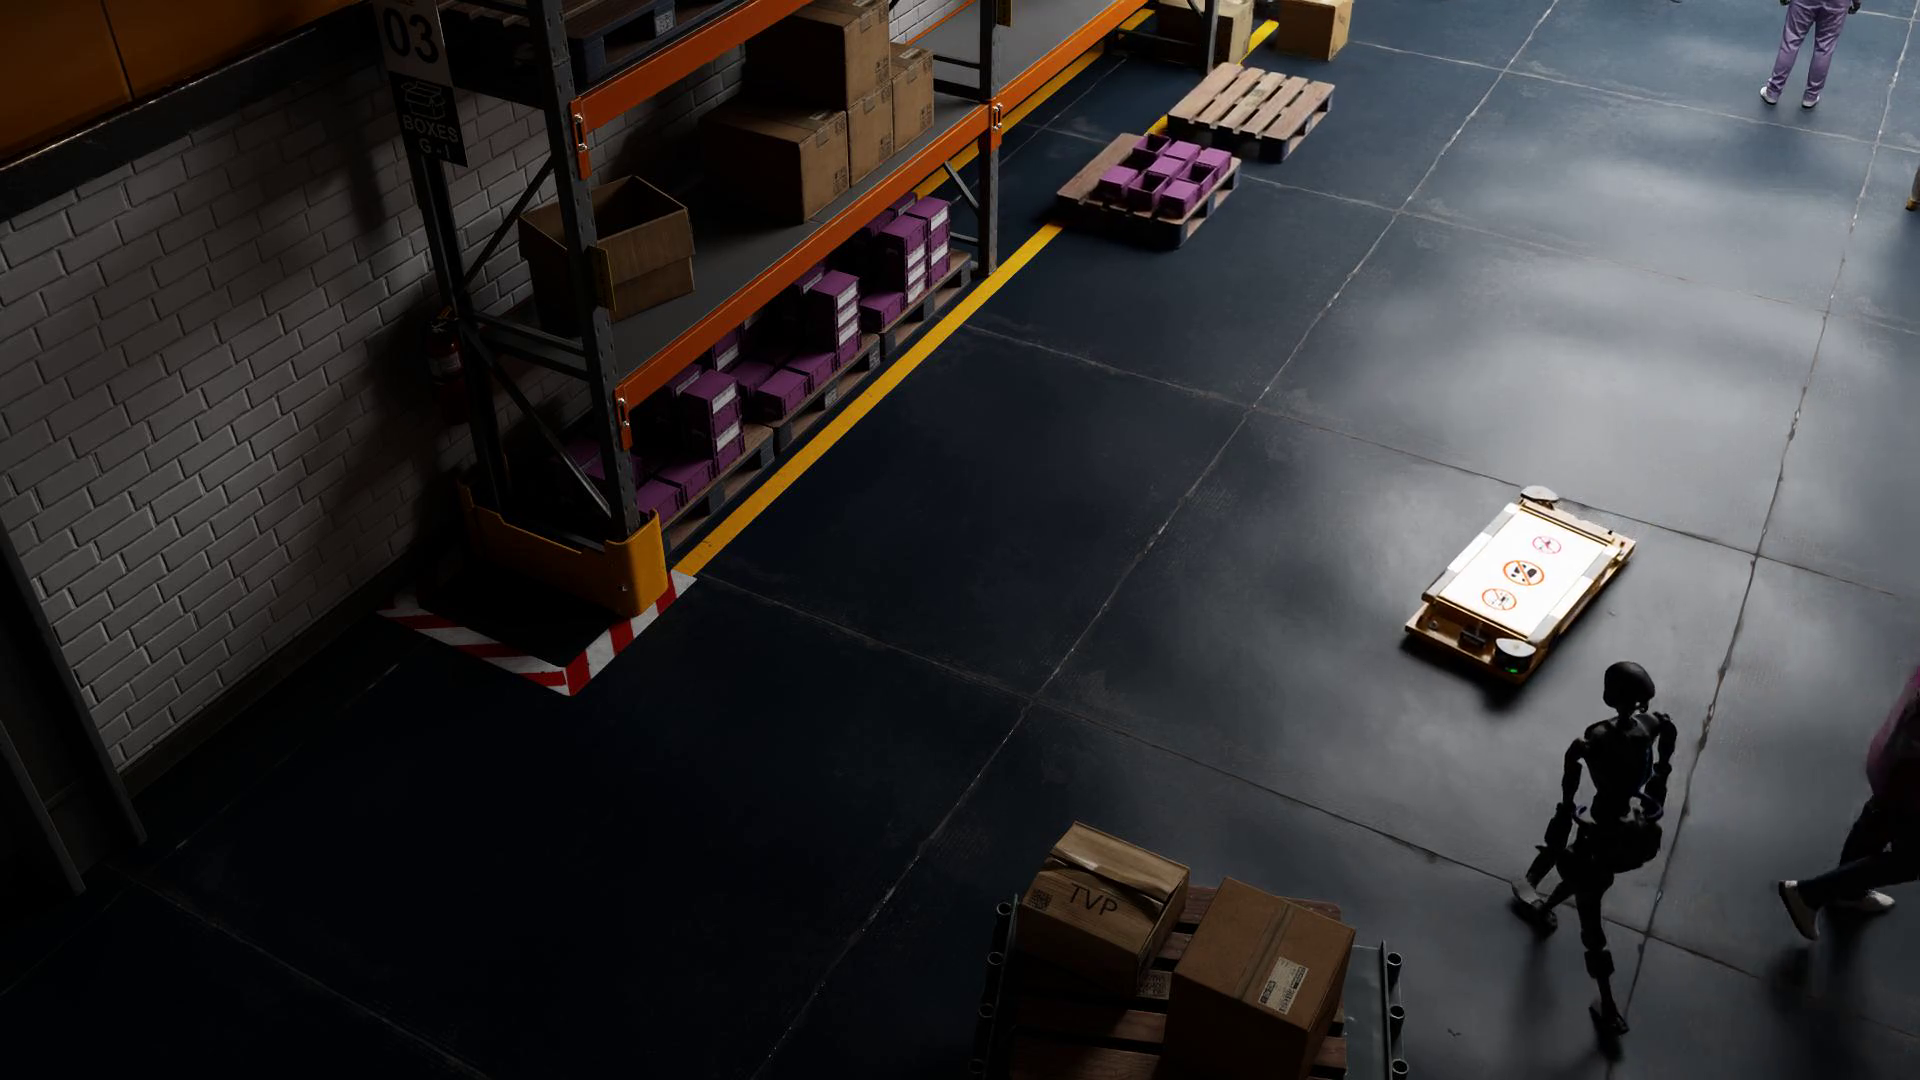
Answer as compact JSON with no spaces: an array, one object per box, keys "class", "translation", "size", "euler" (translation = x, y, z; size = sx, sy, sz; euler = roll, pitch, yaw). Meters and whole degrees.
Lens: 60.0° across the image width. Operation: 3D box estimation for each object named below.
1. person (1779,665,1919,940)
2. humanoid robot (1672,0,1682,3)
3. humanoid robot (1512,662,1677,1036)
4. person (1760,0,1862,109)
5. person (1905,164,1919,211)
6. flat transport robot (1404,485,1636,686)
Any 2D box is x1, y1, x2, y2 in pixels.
[{"class":"person","translation":[3.860,0.959,6.772],"size":[0.498,1.833,0.493],"euler":[14,41,17]},{"class":"humanoid robot","translation":[6.738,-5.914,15.500],"size":[0.600,1.643,0.623],"euler":[-4,39,-4]},{"class":"humanoid robot","translation":[2.598,1.199,6.649],"size":[0.613,1.618,0.814],"euler":[-15,41,-18]},{"class":"person","translation":[6.991,-4.445,13.463],"size":[0.641,1.912,0.414],"euler":[12,40,14]},{"class":"person","translation":[7.310,-3.212,11.934],"size":[0.360,1.897,0.572],"euler":[-31,48,-33]},{"class":"flat transport robot","translation":[3.039,0.216,8.949],"size":[0.659,0.231,1.431],"euler":[28,46,30]}]
